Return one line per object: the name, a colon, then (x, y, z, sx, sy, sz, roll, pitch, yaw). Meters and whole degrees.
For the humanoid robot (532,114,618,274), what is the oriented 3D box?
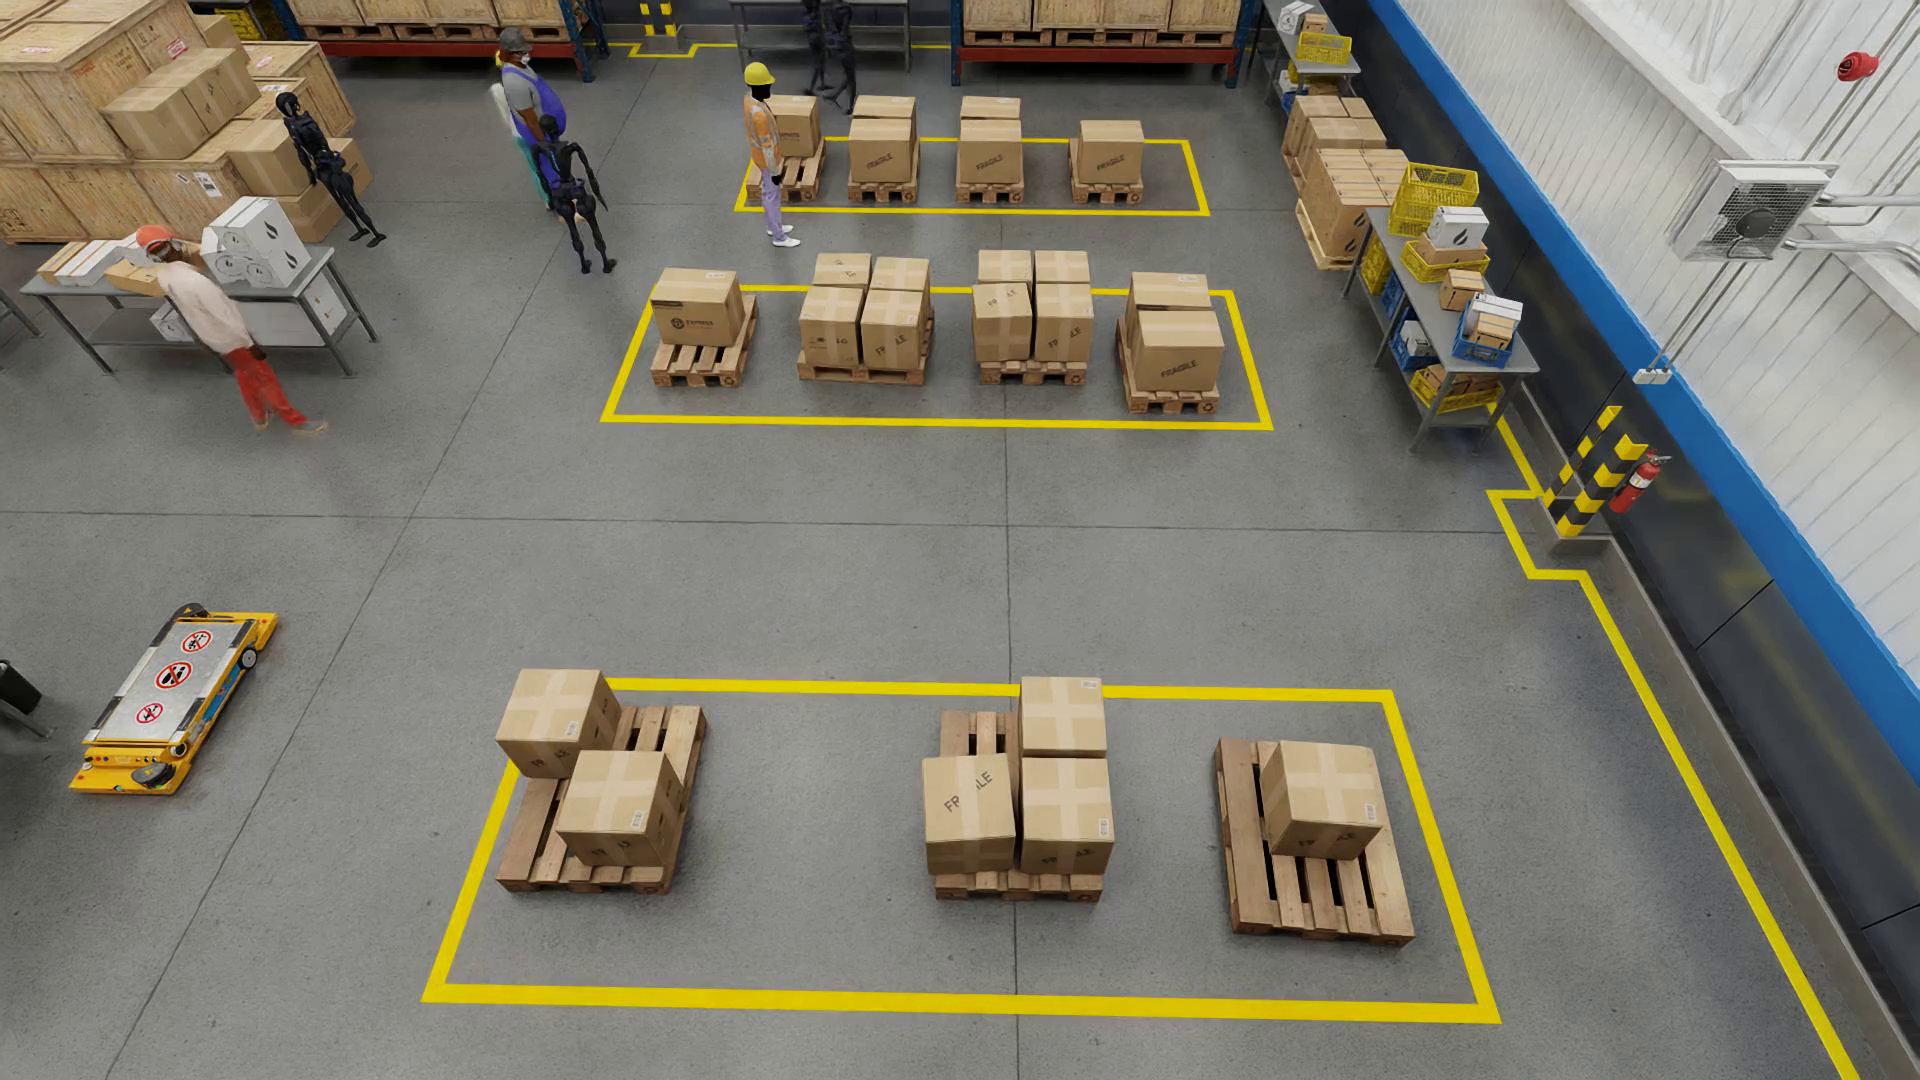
humanoid robot: (-3.986, -3.540, 9.431, 0.611, 1.657, 0.315, -2, 50, -2)

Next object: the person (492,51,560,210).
person: (-4.790, -4.581, 10.268, 0.551, 1.756, 0.429, 3, 50, 3)

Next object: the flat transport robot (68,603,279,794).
flat transport robot: (-5.504, 1.072, 6.442, 0.652, 0.197, 1.431, 1, 50, 1)

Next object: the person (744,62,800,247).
person: (-2.021, -4.050, 9.708, 0.363, 1.926, 0.593, -15, 51, -13)

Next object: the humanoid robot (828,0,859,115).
humanoid robot: (-1.523, -6.350, 11.817, 0.382, 1.642, 0.611, -14, 51, -12)

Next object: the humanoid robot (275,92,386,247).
humanoid robot: (-6.736, -3.933, 9.769, 0.579, 1.652, 0.308, 20, 53, 16)

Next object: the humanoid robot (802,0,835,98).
humanoid robot: (-1.952, -6.785, 12.197, 0.372, 1.676, 0.592, -8, 50, -6)

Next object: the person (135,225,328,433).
person: (-6.154, -1.686, 7.703, 0.732, 1.943, 0.390, 24, 54, 19)

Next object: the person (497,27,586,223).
person: (-4.567, -4.530, 10.041, 0.537, 2.000, 0.680, -15, 51, -12)
